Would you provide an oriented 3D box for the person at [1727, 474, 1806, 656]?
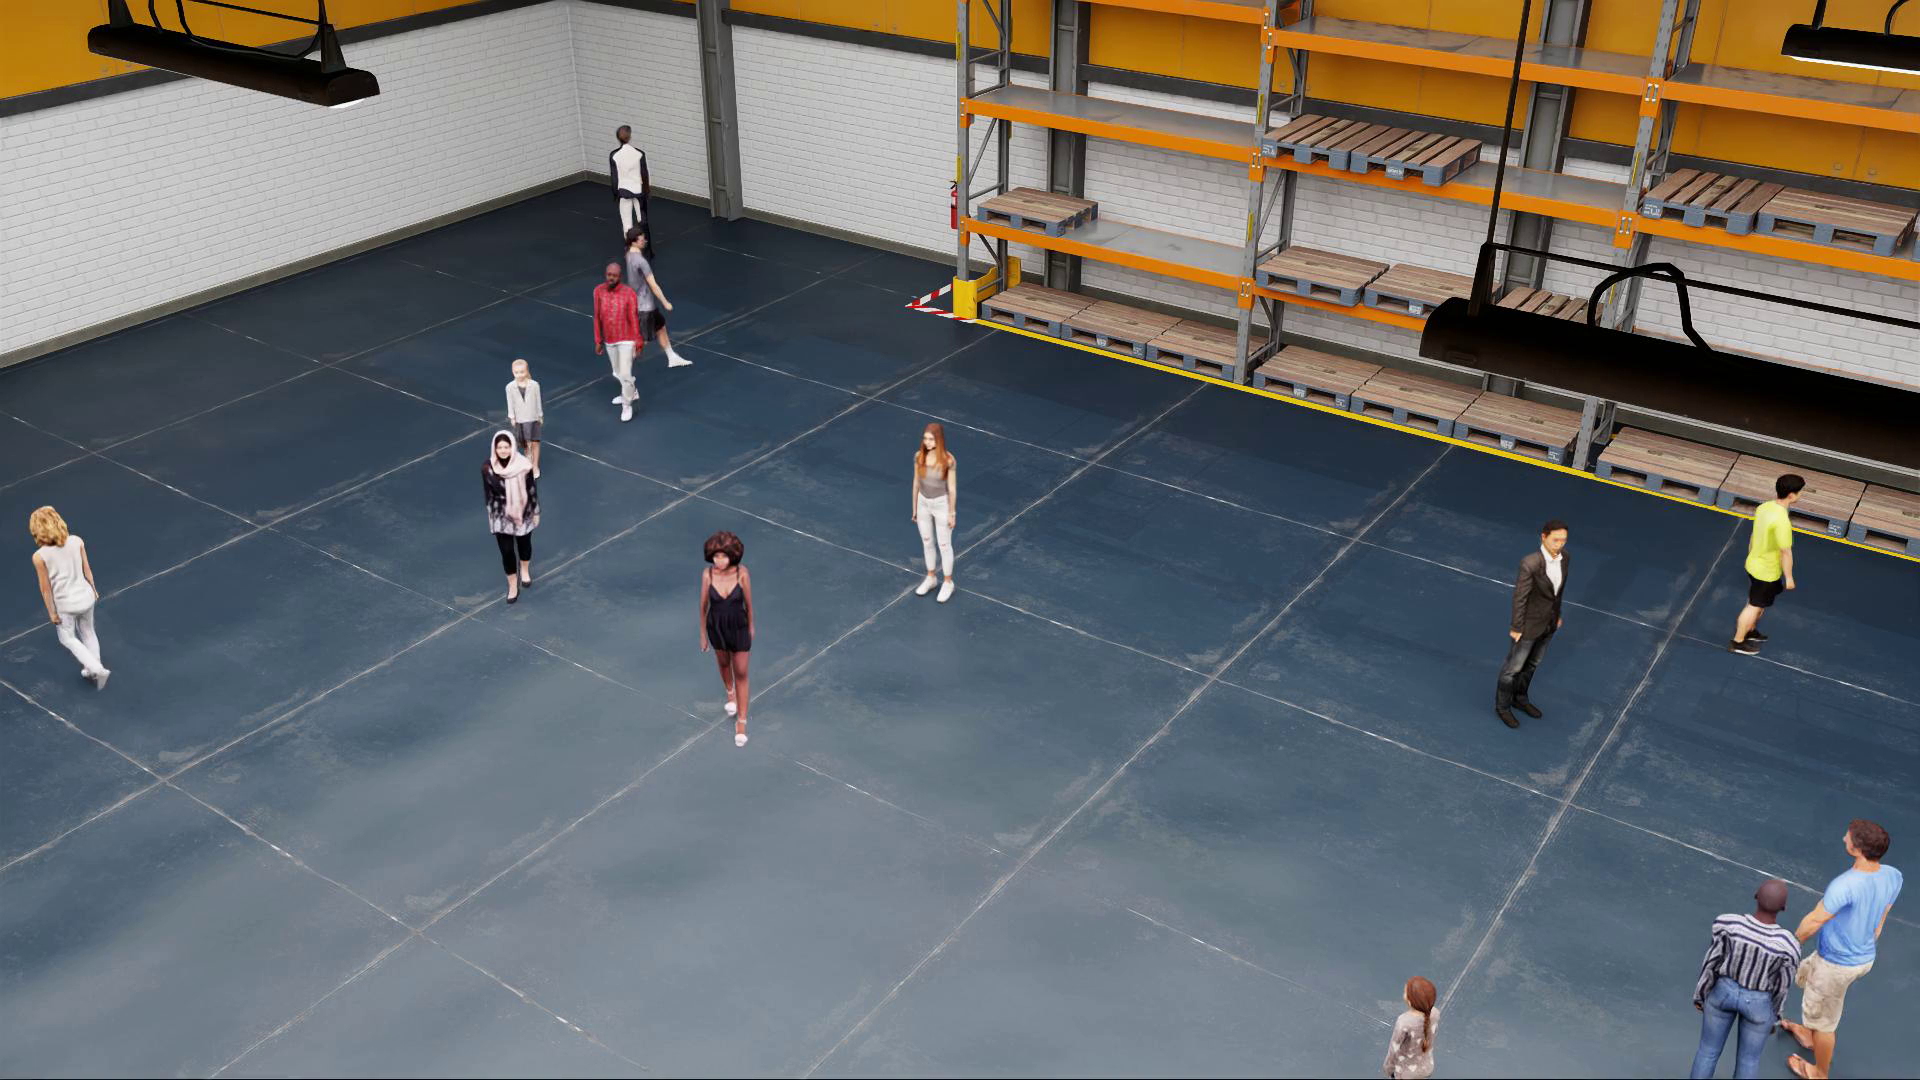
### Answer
[{"bbox_3d":[6.770,0.223,14.114,0.787,1.695,0.758,2,29,4],"label":"person"}]

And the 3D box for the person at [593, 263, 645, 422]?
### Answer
[{"bbox_3d":[-3.797,-2.276,18.597,0.924,1.789,0.901,10,30,18],"label":"person"}]

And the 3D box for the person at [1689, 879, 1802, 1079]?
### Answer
[{"bbox_3d":[4.467,2.671,9.522,0.483,1.794,0.680,16,33,27],"label":"person"}]

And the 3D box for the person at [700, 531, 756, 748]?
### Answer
[{"bbox_3d":[-1.829,0.685,13.202,1.029,1.758,1.001,0,29,-1],"label":"person"}]

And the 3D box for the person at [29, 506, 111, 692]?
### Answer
[{"bbox_3d":[-7.233,0.515,13.618,0.792,1.658,0.582,19,34,30],"label":"person"}]

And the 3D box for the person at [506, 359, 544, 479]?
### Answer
[{"bbox_3d":[-4.514,-1.304,17.363,0.743,1.265,0.799,-4,29,-8],"label":"person"}]

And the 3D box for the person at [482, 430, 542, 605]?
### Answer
[{"bbox_3d":[-4.061,-0.293,15.146,0.915,1.613,0.977,-6,29,-11],"label":"person"}]

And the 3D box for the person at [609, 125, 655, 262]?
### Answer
[{"bbox_3d":[-4.573,-4.816,23.145,0.765,1.892,0.818,-6,29,-10],"label":"person"}]

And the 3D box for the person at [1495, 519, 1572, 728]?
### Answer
[{"bbox_3d":[4.575,0.629,13.260,0.746,1.800,0.702,-15,32,-26],"label":"person"}]

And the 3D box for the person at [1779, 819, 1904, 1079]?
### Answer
[{"bbox_3d":[5.250,2.507,9.777,0.828,1.838,0.918,-12,31,-21],"label":"person"}]

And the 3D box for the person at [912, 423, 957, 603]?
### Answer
[{"bbox_3d":[-0.217,-0.280,15.012,0.503,1.718,0.666,13,31,23],"label":"person"}]

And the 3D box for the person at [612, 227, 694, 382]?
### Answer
[{"bbox_3d":[-3.759,-2.691,19.322,1.145,1.823,1.252,-15,32,-25],"label":"person"}]

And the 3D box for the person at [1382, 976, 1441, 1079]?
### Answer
[{"bbox_3d":[2.596,2.998,9.552,0.544,1.193,0.573,-13,31,-22],"label":"person"}]
